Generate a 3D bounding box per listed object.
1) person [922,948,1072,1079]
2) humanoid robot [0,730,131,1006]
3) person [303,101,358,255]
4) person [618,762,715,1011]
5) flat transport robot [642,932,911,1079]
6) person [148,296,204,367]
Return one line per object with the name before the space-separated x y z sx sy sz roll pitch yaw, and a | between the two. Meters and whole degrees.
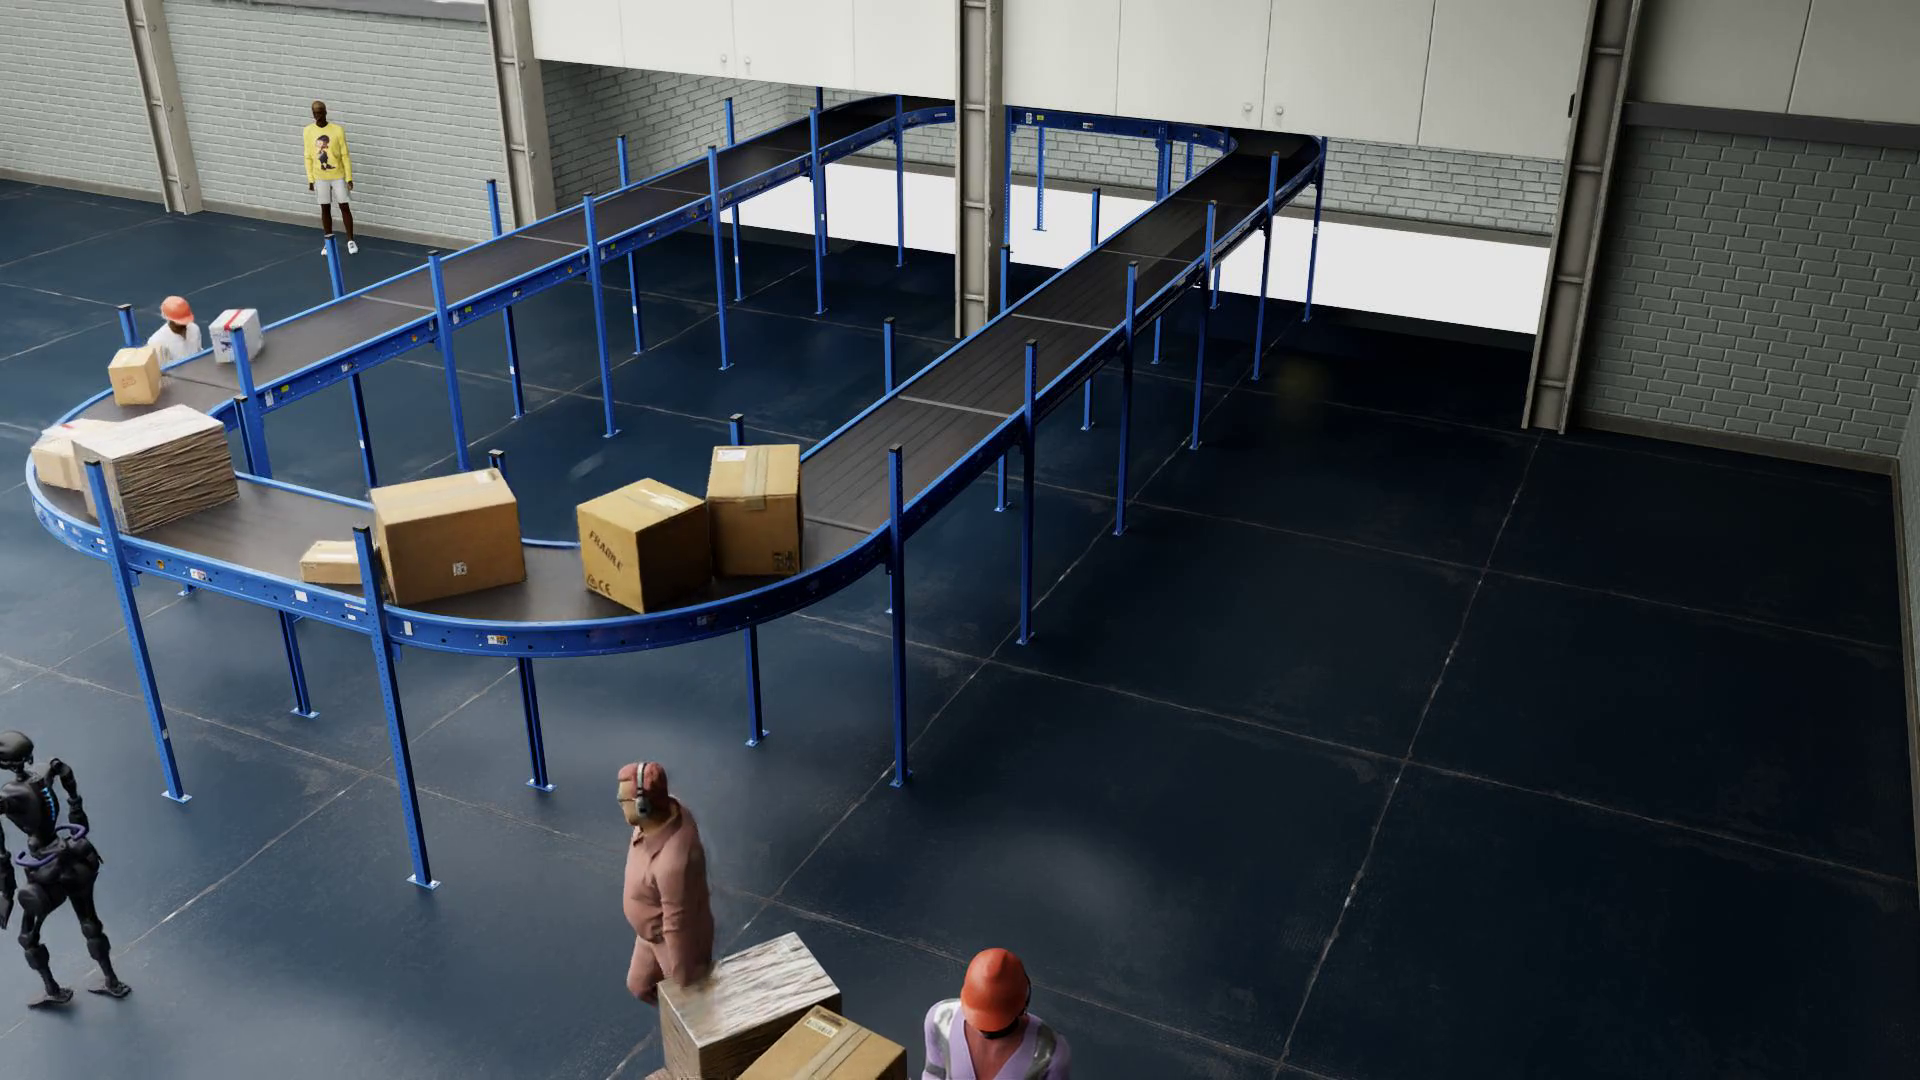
person | 0.128 2.431 6.598 0.607 2.035 0.401 11 28 21
humanoid robot | -4.670 1.677 8.515 0.463 1.644 0.600 8 28 16
person | -7.857 -4.515 20.743 0.540 1.899 0.376 -5 27 -10
person | -1.380 1.880 7.865 0.428 1.885 0.748 -11 28 -20
flat transport robot | -0.770 2.869 7.694 1.431 0.231 0.659 -21 34 -36
person | -6.841 -1.349 14.568 0.661 1.714 0.603 7 27 15
